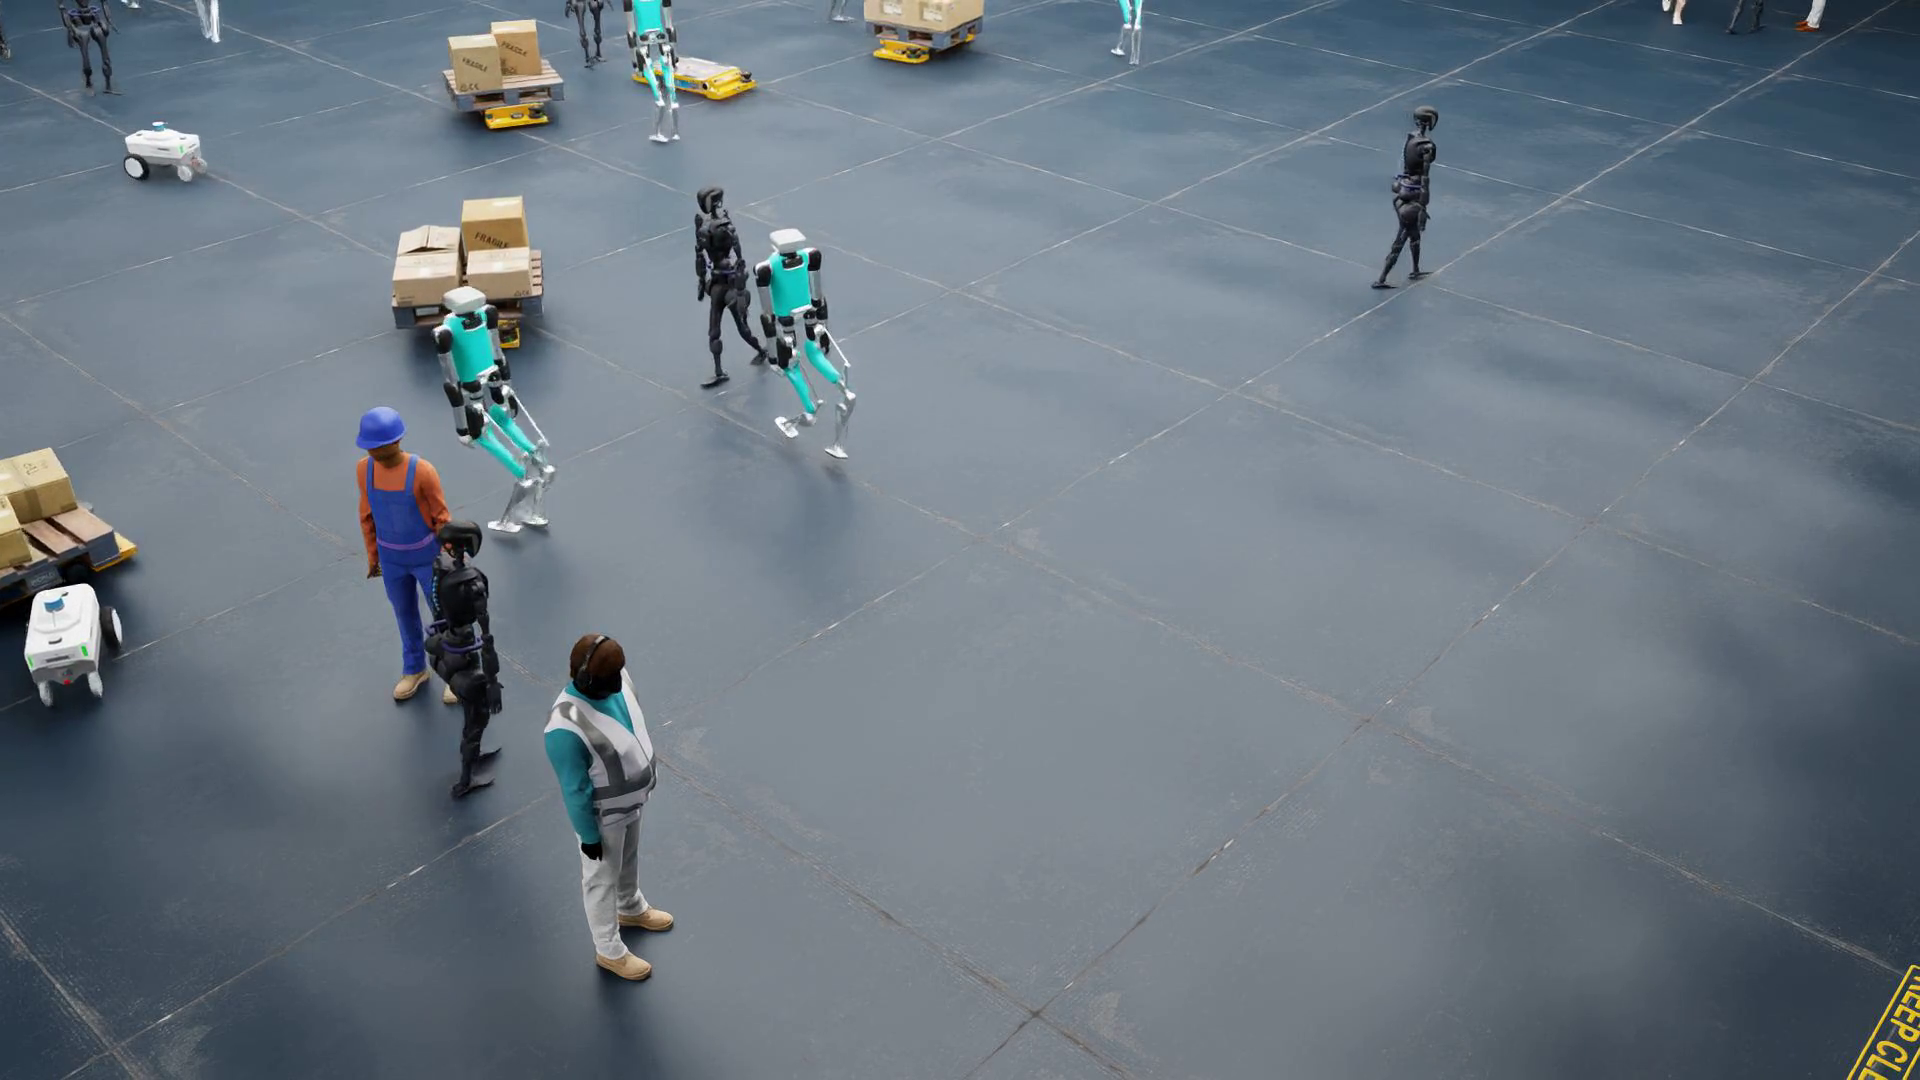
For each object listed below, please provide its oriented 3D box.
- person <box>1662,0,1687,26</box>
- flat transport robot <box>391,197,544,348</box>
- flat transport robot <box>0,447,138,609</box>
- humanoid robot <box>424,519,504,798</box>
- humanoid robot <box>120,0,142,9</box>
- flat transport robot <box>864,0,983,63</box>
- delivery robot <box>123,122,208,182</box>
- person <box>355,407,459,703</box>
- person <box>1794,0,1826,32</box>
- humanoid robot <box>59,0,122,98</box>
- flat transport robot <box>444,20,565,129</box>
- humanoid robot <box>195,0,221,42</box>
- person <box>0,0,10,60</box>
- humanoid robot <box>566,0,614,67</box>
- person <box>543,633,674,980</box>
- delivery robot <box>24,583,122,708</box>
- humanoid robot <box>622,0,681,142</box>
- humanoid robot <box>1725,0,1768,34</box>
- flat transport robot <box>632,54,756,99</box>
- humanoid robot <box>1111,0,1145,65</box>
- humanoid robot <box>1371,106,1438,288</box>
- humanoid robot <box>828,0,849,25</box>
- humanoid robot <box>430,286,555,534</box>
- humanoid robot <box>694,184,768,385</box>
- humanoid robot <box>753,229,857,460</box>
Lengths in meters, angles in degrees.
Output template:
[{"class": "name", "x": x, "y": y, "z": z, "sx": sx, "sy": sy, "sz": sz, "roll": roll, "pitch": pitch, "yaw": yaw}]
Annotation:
[{"class": "person", "x": 9.844, "y": -7.970, "z": 22.495, "sx": 0.516, "sy": 1.851, "sz": 0.672, "roll": 9, "pitch": 33, "yaw": 14}, {"class": "flat transport robot", "x": -4.194, "y": -1.995, "z": 14.366, "sx": 0.659, "sy": 0.231, "sz": 1.431, "roll": -6, "pitch": 32, "yaw": -10}, {"class": "flat transport robot", "x": -6.222, "y": 0.202, "z": 10.828, "sx": 0.659, "sy": 0.231, "sz": 1.431, "roll": 24, "pitch": 39, "yaw": 33}, {"class": "humanoid robot", "x": -2.638, "y": 0.626, "z": 8.820, "sx": 0.416, "sy": 1.632, "sz": 0.613, "roll": -27, "pitch": 41, "yaw": -36}, {"class": "humanoid robot", "x": -11.542, "y": -8.114, "z": 22.811, "sx": 0.978, "sy": 1.725, "sz": 0.545, "roll": 23, "pitch": 38, "yaw": 32}, {"class": "flat transport robot", "x": -0.451, "y": -6.465, "z": 21.565, "sx": 0.659, "sy": 0.231, "sz": 1.431, "roll": 18, "pitch": 36, "yaw": 26}, {"class": "delivery robot", "x": -8.357, "y": -4.089, "z": 17.452, "sx": 0.764, "sy": 0.578, "sz": 0.499, "roll": 7, "pitch": 33, "yaw": 11}, {"class": "person", "x": -3.122, "y": 0.088, "z": 9.460, "sx": 0.522, "sy": 1.907, "sz": 0.370, "roll": 4, "pitch": 32, "yaw": 7}, {"class": "person", "x": 11.494, "y": -7.706, "z": 22.097, "sx": 0.362, "sy": 1.826, "sz": 0.496, "roll": 14, "pitch": 34, "yaw": 21}, {"class": "humanoid robot", "x": -10.294, "y": -6.077, "z": 19.611, "sx": 0.409, "sy": 1.648, "sz": 0.586, "roll": 25, "pitch": 40, "yaw": 35}, {"class": "flat transport robot", "x": -5.284, "y": -5.101, "z": 19.367, "sx": 0.659, "sy": 0.231, "sz": 1.431, "roll": -12, "pitch": 34, "yaw": -19}, {"class": "humanoid robot", "x": -9.862, "y": -7.393, "z": 21.721, "sx": 0.565, "sy": 1.816, "sz": 0.819, "roll": -17, "pitch": 36, "yaw": -25}, {"class": "person", "x": -12.164, "y": -6.761, "z": 20.448, "sx": 0.627, "sy": 1.946, "sz": 0.510, "roll": -11, "pitch": 33, "yaw": -16}, {"class": "humanoid robot", "x": -4.633, "y": -6.760, "z": 20.706, "sx": 0.602, "sy": 1.634, "sz": 0.484, "roll": -9, "pitch": 33, "yaw": -15}, {"class": "person", "x": -1.609, "y": 1.211, "z": 7.721, "sx": 0.430, "sy": 1.837, "sz": 0.621, "roll": 7, "pitch": 33, "yaw": 11}, {"class": "delivery robot", "x": -5.346, "y": 0.585, "z": 9.948, "sx": 0.499, "sy": 0.601, "sz": 0.802, "roll": -11, "pitch": 34, "yaw": -18}, {"class": "humanoid robot", "x": -3.287, "y": -5.154, "z": 18.078, "sx": 0.546, "sy": 1.776, "sz": 0.795, "roll": -10, "pitch": 33, "yaw": -16}, {"class": "humanoid robot", "x": 10.566, "y": -7.539, "z": 21.996, "sx": 0.737, "sy": 1.631, "sz": 0.609, "roll": -18, "pitch": 36, "yaw": -26}, {"class": "flat transport robot", "x": -3.243, "y": -5.638, "z": 20.233, "sx": 1.431, "sy": 0.231, "sz": 0.659, "roll": 20, "pitch": 37, "yaw": 29}, {"class": "humanoid robot", "x": 2.179, "y": -6.810, "z": 20.813, "sx": 0.541, "sy": 1.884, "sz": 0.787, "roll": -4, "pitch": 32, "yaw": -7}, {"class": "humanoid robot", "x": 4.045, "y": -3.026, "z": 14.706, "sx": 0.646, "sy": 1.634, "sz": 0.593, "roll": -2, "pitch": 32, "yaw": -4}, {"class": "humanoid robot", "x": -1.681, "y": -7.792, "z": 22.390, "sx": 0.800, "sy": 1.860, "sz": 0.543, "roll": 24, "pitch": 39, "yaw": 33}, {"class": "humanoid robot", "x": -2.999, "y": -0.792, "z": 11.001, "sx": 0.719, "sy": 1.759, "sz": 0.530, "roll": 17, "pitch": 35, "yaw": 25}, {"class": "humanoid robot", "x": -1.816, "y": -2.024, "z": 13.145, "sx": 0.602, "sy": 1.650, "sz": 0.739, "roll": 27, "pitch": 41, "yaw": 36}, {"class": "humanoid robot", "x": -1.063, "y": -1.322, "z": 11.915, "sx": 0.546, "sy": 1.736, "sz": 1.042, "roll": -22, "pitch": 38, "yaw": -31}]
